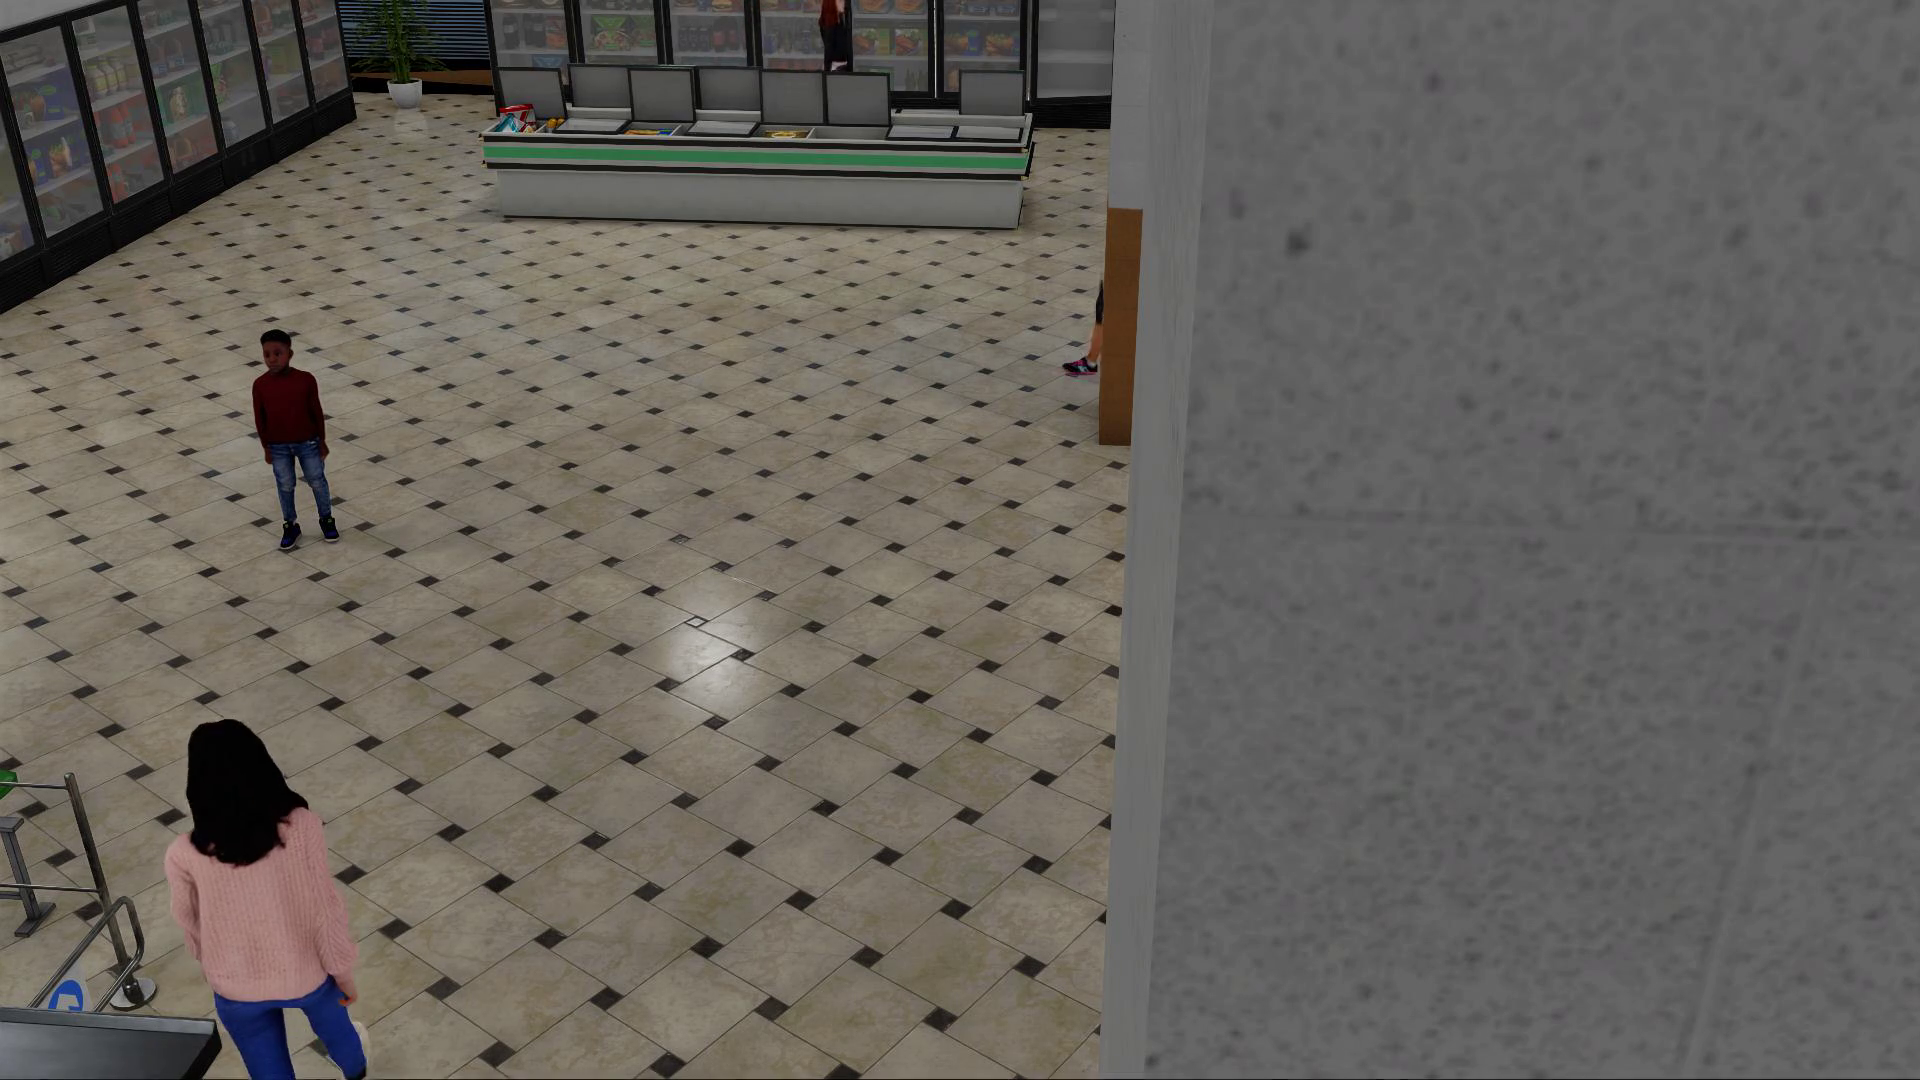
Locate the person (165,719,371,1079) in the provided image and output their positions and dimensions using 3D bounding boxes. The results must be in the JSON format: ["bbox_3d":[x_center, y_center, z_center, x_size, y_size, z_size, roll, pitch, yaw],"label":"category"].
[{"bbox_3d":[-2.021,1.386,4.921,1.127,1.724,1.002,-8,28,-16],"label":"person"}]

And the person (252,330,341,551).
[{"bbox_3d":[-3.733,-0.576,9.308,0.527,1.256,0.631,-8,28,-16],"label":"person"}]
